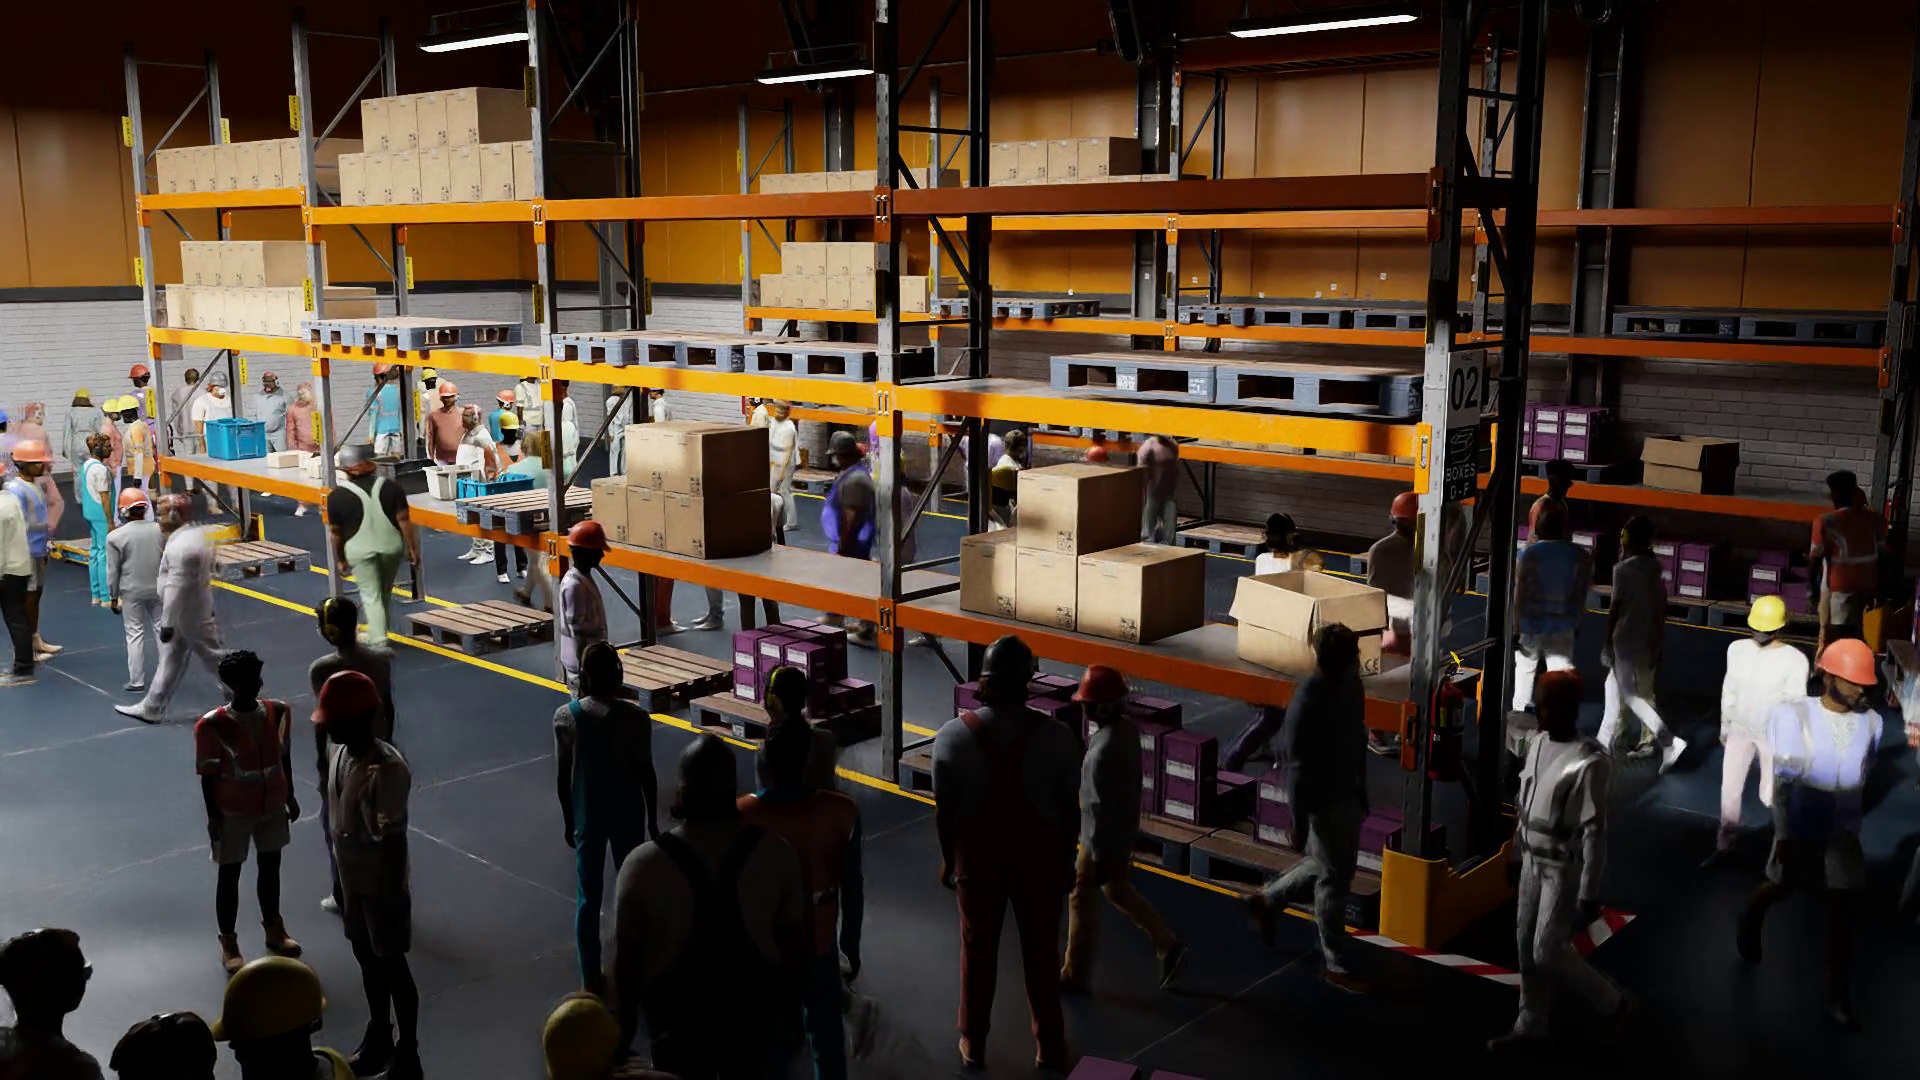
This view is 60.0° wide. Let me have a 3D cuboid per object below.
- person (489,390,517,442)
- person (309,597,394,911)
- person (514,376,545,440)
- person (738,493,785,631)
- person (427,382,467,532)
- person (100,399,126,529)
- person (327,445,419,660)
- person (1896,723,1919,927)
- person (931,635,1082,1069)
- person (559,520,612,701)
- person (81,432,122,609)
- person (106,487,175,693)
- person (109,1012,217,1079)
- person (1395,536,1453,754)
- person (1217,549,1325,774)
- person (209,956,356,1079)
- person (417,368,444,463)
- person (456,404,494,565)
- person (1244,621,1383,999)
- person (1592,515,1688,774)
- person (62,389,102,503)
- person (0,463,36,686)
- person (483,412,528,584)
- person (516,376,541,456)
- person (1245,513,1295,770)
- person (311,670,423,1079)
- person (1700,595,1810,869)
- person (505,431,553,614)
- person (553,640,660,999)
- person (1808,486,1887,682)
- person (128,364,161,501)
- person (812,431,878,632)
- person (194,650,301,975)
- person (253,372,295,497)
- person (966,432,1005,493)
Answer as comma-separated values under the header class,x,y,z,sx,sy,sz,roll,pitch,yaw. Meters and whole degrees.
class,x,y,z,sx,sy,sz,roll,pitch,yaw
person,-6.474,-1.273,23.748,0.573,1.738,0.352,9,13,41
person,-3.438,1.213,9.379,0.626,1.844,0.516,9,14,43
person,-6.844,-1.896,26.619,0.361,1.965,0.613,5,11,26
person,-1.844,0.215,15.035,0.570,1.840,0.373,-5,11,-27
person,-6.734,-1.096,22.012,0.610,1.996,0.378,-1,10,-5
person,-11.217,-0.990,22.092,0.329,1.760,0.520,-4,11,-23
person,-5.403,0.071,15.291,0.732,2.000,0.992,-7,12,-35
person,5.522,1.225,9.203,0.482,1.883,0.686,6,12,31
person,0.222,1.420,7.664,0.674,2.000,0.535,1,10,5
person,-2.534,0.821,11.351,0.362,1.934,0.543,-2,10,-9
person,-8.976,-0.205,17.403,0.513,1.844,0.328,10,14,44
person,-6.965,0.420,14.154,0.350,1.744,0.566,9,14,42
person,-2.002,2.105,4.353,0.633,1.841,0.429,6,12,32
person,3.460,0.672,12.324,0.356,1.887,0.572,2,10,10
person,2.123,0.915,11.240,0.924,1.798,0.540,7,12,36
person,-1.770,2.042,4.519,0.400,1.916,0.580,-4,11,-21
person,-8.041,-1.663,25.434,0.379,1.920,0.586,8,13,38
person,-5.799,-0.670,19.848,0.410,1.913,0.643,-7,12,-34
person,1.829,1.333,8.514,0.772,1.917,0.643,8,13,37
person,4.942,0.746,12.089,0.532,1.832,0.849,-7,12,-34
person,-12.827,-1.357,24.328,0.544,1.697,0.737,-6,12,-32
person,-8.263,0.276,14.353,0.473,1.982,0.609,-2,10,-14
person,-5.054,-0.484,18.750,0.587,1.927,0.369,-9,13,-41
person,-7.253,-2.020,27.989,0.489,1.731,0.325,2,10,13
person,2.295,0.726,12.068,0.323,1.871,0.528,-10,14,-43
person,-2.662,1.516,7.439,0.544,1.930,0.389,9,14,42
person,4.873,1.154,10.024,0.613,1.736,0.563,-7,12,-33
person,-4.403,-0.178,17.130,1.028,1.884,0.651,10,14,43
person,-1.756,1.401,8.325,0.508,1.847,0.345,1,10,4
person,7.577,0.398,14.251,0.327,1.752,0.561,-8,13,-38
person,-12.094,-1.588,24.715,0.416,2.034,0.603,2,10,13
person,-1.152,-0.084,16.164,0.813,2.000,0.700,-1,10,-7
person,-3.726,1.401,8.739,0.321,1.696,0.536,8,13,37
person,-10.361,-1.592,25.108,0.643,1.900,0.401,1,10,8
person,0.304,-0.615,19.570,0.425,1.902,0.684,-9,14,-42
